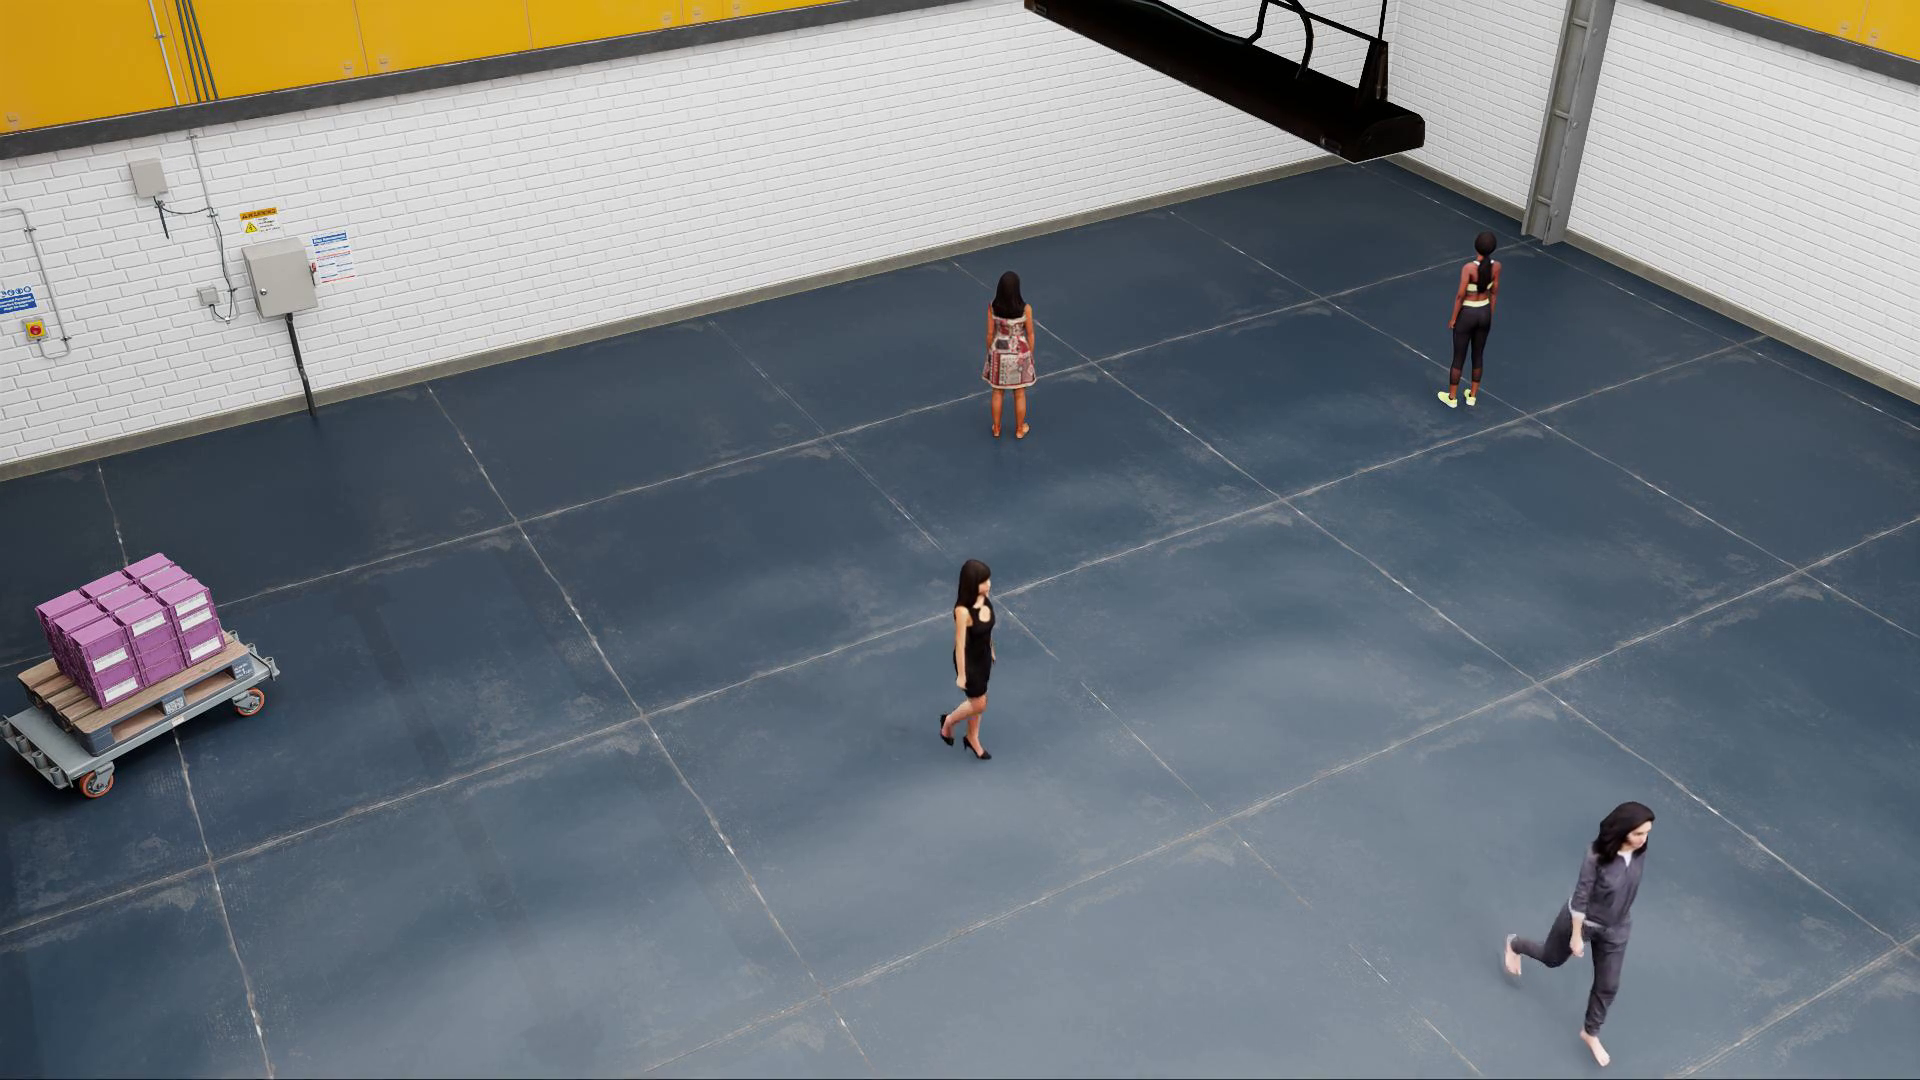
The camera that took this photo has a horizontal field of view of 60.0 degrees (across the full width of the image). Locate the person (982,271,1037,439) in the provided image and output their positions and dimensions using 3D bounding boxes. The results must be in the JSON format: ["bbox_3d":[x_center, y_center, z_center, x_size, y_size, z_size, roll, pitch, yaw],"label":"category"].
[{"bbox_3d":[0.448,-1.688,15.150,0.721,1.645,0.747,4,34,7],"label":"person"}]

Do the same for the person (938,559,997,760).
[{"bbox_3d":[0.018,0.815,11.387,0.784,1.642,0.722,18,37,25],"label":"person"}]

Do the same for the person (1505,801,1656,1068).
[{"bbox_3d":[3.509,2.094,9.385,0.774,1.729,1.156,-9,35,-13],"label":"person"}]

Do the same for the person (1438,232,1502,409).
[{"bbox_3d":[4.824,-2.067,15.622,0.629,1.755,0.623,-5,34,-7],"label":"person"}]
